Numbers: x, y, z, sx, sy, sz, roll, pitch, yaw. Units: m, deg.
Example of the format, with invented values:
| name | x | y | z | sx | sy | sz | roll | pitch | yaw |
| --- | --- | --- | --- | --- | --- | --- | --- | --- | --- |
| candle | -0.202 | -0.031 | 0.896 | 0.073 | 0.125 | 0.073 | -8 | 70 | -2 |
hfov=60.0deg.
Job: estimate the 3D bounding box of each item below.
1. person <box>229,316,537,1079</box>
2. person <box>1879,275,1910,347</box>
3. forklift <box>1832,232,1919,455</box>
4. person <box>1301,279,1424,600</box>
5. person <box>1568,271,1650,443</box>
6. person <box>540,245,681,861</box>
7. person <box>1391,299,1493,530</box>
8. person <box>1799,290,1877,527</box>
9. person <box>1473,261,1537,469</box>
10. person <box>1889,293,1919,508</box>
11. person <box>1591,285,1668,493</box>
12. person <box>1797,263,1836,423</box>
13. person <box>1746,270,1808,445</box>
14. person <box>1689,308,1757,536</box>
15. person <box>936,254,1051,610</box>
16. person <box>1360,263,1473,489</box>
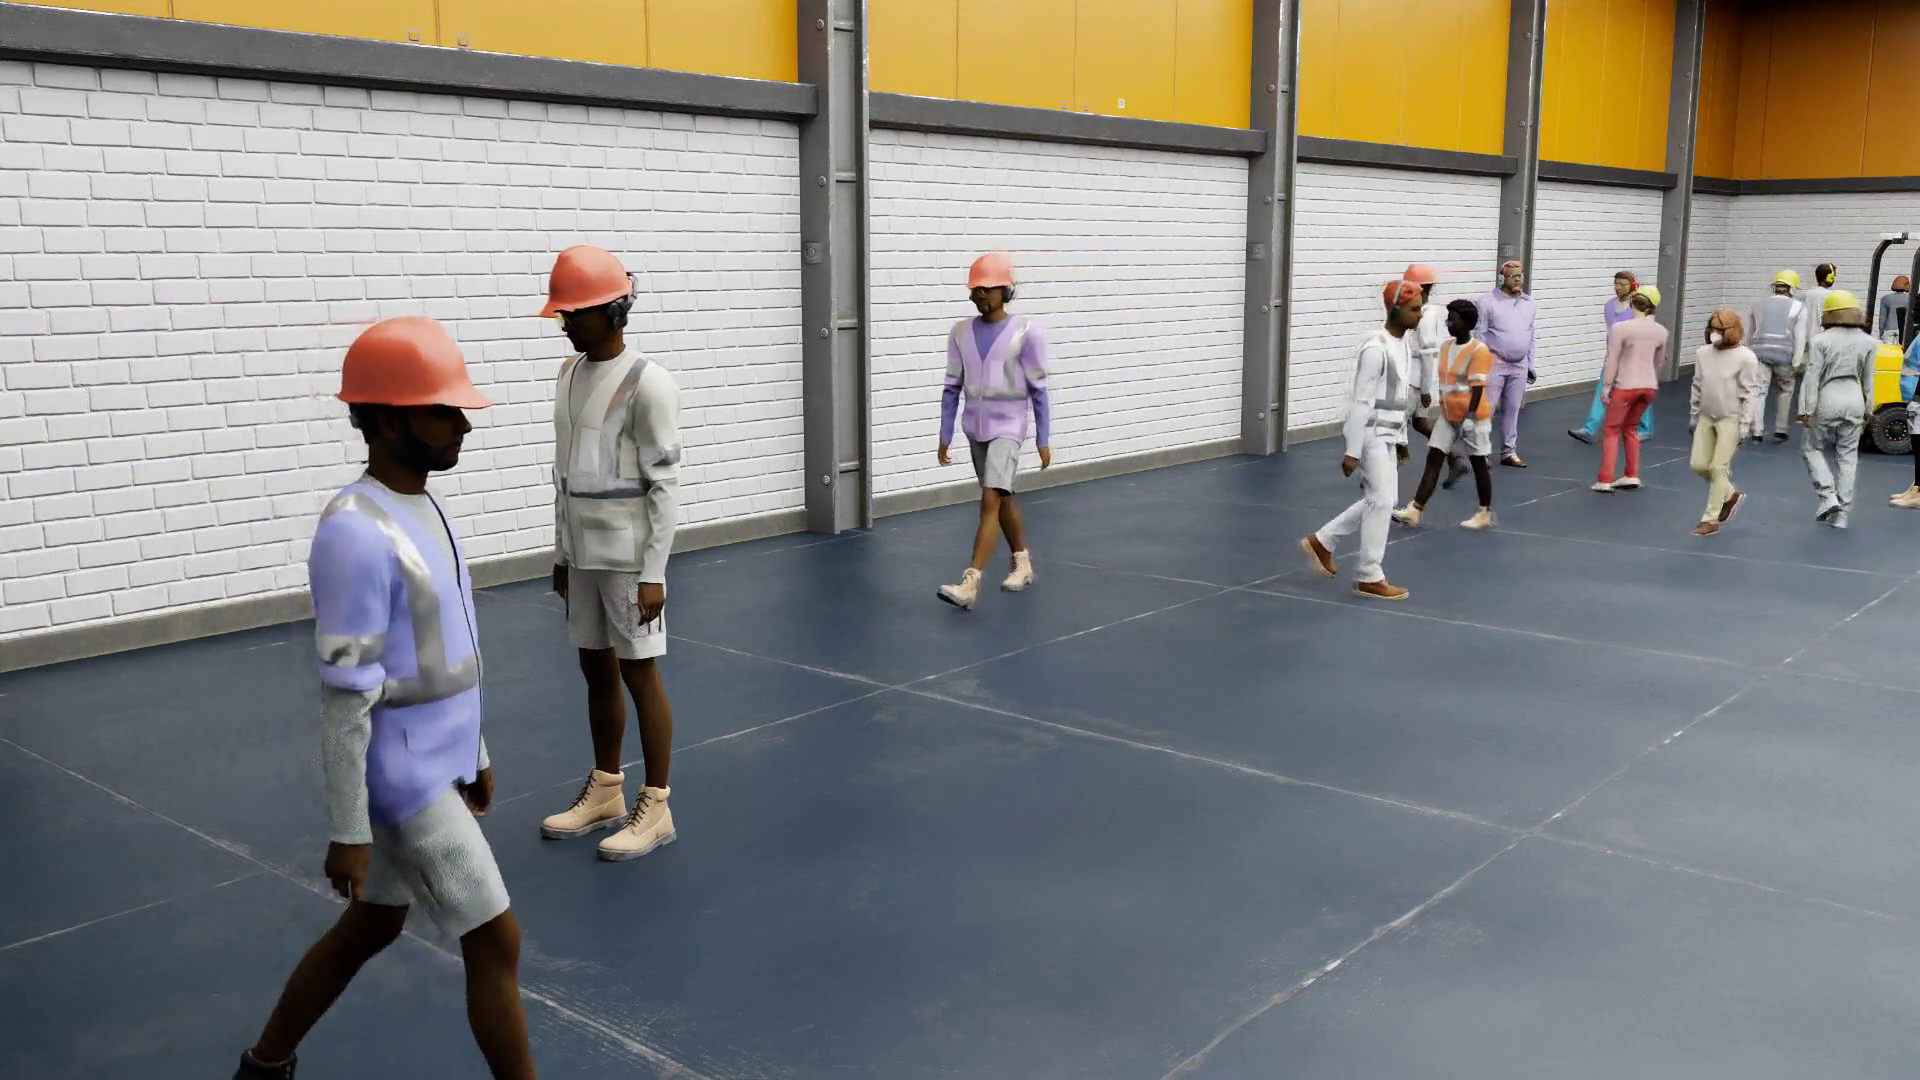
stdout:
| name | x | y | z | sx | sy | sz | roll | pitch | yaw |
| --- | --- | --- | --- | --- | --- | --- | --- | --- | --- |
| person | -1.222 | 0.472 | 3.552 | 0.971 | 1.898 | 0.557 | -1 | 10 | -4 |
| person | 13.606 | -3.019 | 24.149 | 0.278 | 1.634 | 0.498 | -9 | 14 | -42 |
| forklift | 9.955 | -1.972 | 16.595 | 2.313 | 2.155 | 1.214 | 1 | 10 | 8 |
| person | 2.342 | -0.582 | 9.644 | 0.648 | 1.858 | 0.589 | 6 | 11 | 29 |
| person | 6.840 | -1.880 | 17.226 | 0.992 | 1.788 | 0.582 | -5 | 11 | -26 |
| person | -1.184 | 0.049 | 5.548 | 0.604 | 2.034 | 0.386 | 9 | 13 | 42 |
| person | 3.483 | -0.874 | 11.837 | 0.835 | 1.652 | 0.557 | -4 | 11 | -21 |
| person | 6.389 | -0.956 | 12.124 | 0.515 | 1.720 | 0.392 | 0 | 10 | 2 |
| person | 5.037 | -1.609 | 15.342 | 0.637 | 1.911 | 0.406 | -3 | 10 | -15 |
| person | 7.518 | -1.095 | 13.019 | 0.318 | 1.697 | 0.517 | 6 | 12 | 32 |
| person | 5.586 | -1.251 | 13.837 | 0.549 | 1.724 | 0.367 | -2 | 10 | -12 |
| person | 9.925 | -2.259 | 19.191 | 0.490 | 1.851 | 0.548 | -2 | 10 | -12 |
| person | 8.473 | -1.892 | 17.275 | 0.601 | 1.788 | 0.747 | 8 | 13 | 37 |
| person | 5.418 | -0.834 | 11.760 | 0.494 | 1.613 | 0.503 | -6 | 11 | -29 |
| person | 0.165 | -0.625 | 9.507 | 0.630 | 1.986 | 1.075 | 7 | 12 | 33 |
| person | 3.851 | -1.347 | 13.853 | 0.876 | 1.911 | 0.562 | 3 | 10 | 16 |
